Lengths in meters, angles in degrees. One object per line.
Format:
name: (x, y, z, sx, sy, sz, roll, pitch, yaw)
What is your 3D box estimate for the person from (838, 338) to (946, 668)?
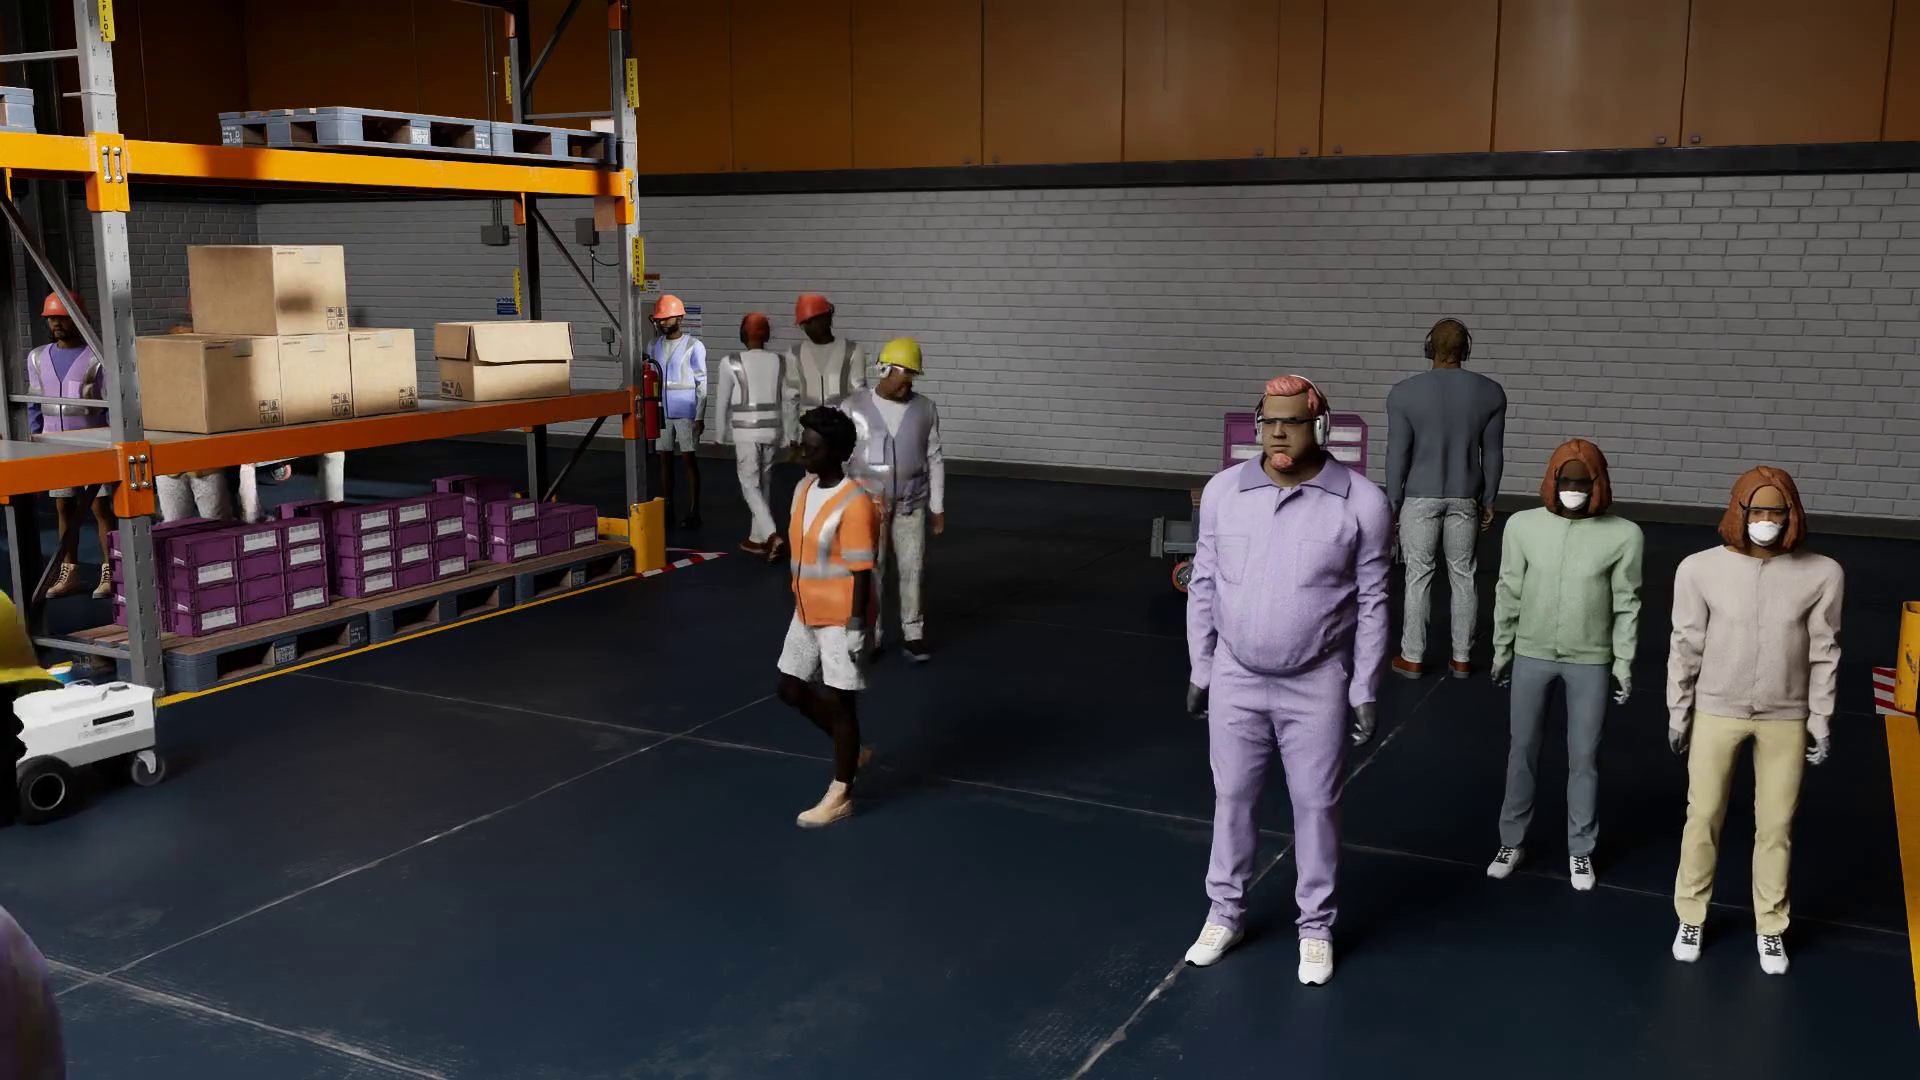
person: (-0.391, -0.201, 9.223, 0.642, 1.807, 0.404, -2, 10, -12)

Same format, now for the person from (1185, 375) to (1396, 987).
person: (1.008, 0.439, 5.221, 0.639, 1.910, 0.407, 4, 11, 24)

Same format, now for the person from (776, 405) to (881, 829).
person: (-0.514, 0.305, 6.608, 0.369, 1.686, 0.550, -7, 12, -35)

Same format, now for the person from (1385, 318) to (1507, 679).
person: (2.574, -0.213, 8.904, 0.630, 1.940, 0.372, 0, 10, 1)

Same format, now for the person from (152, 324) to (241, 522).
person: (-4.902, -0.452, 10.615, 0.628, 1.836, 0.429, 0, 10, -1)

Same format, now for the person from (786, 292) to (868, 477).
person: (-0.952, -0.821, 12.251, 0.640, 2.007, 0.775, 1, 10, 8)

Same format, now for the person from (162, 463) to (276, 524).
person: (-6.055, -0.998, 13.425, 0.609, 1.956, 0.991, 3, 10, 17)

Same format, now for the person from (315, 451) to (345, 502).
person: (-5.379, -1.064, 14.166, 0.615, 1.822, 0.444, 8, 12, 38)

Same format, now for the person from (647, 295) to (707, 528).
person: (-2.373, -1.059, 13.805, 0.552, 1.935, 0.374, 4, 10, 21)

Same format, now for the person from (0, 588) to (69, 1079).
person: (-1.292, 0.987, 2.054, 0.537, 1.903, 0.628, -9, 13, -42)

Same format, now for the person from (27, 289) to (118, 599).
person: (-5.829, -0.623, 10.964, 0.607, 2.048, 0.366, 0, 10, 0)

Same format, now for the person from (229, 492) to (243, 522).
person: (-5.052, -0.524, 11.199, 0.319, 1.769, 0.523, 0, 10, 0)

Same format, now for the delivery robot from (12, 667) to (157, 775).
delivery robot: (-3.734, 0.774, 6.920, 0.477, 0.478, 0.707, 6, 11, 30)

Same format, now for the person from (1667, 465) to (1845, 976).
person: (2.505, 0.570, 5.286, 0.493, 1.623, 0.282, 3, 10, 16)

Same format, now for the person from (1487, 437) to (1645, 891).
person: (2.169, 0.443, 5.986, 0.499, 1.633, 0.279, 5, 11, 26)

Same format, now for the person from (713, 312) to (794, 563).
person: (-1.475, -0.754, 12.323, 0.575, 1.852, 0.879, -6, 12, -31)
